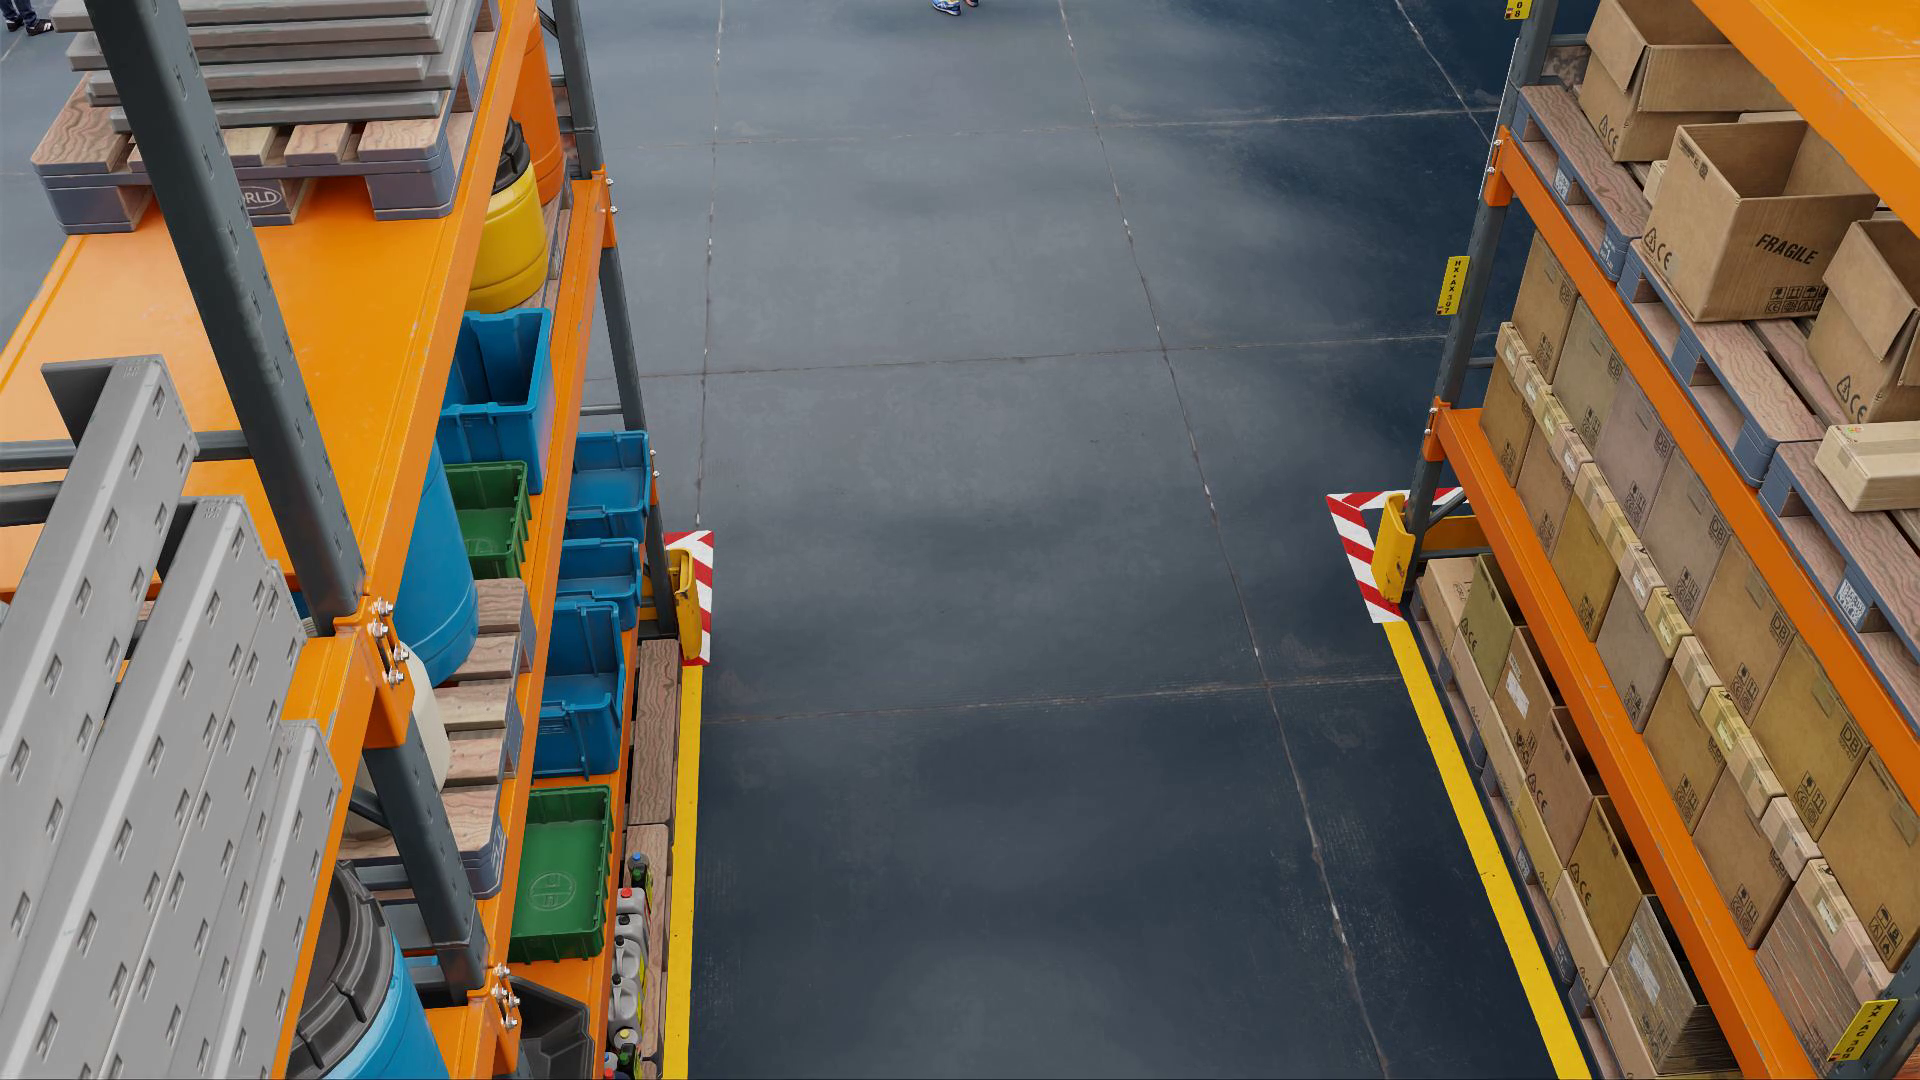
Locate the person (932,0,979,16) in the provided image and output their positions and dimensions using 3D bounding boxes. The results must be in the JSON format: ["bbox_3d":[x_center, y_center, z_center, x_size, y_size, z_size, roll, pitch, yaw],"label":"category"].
[{"bbox_3d":[-0.027,-5.422,14.107,0.702,1.866,0.740,-32,51,-30],"label":"person"}]
